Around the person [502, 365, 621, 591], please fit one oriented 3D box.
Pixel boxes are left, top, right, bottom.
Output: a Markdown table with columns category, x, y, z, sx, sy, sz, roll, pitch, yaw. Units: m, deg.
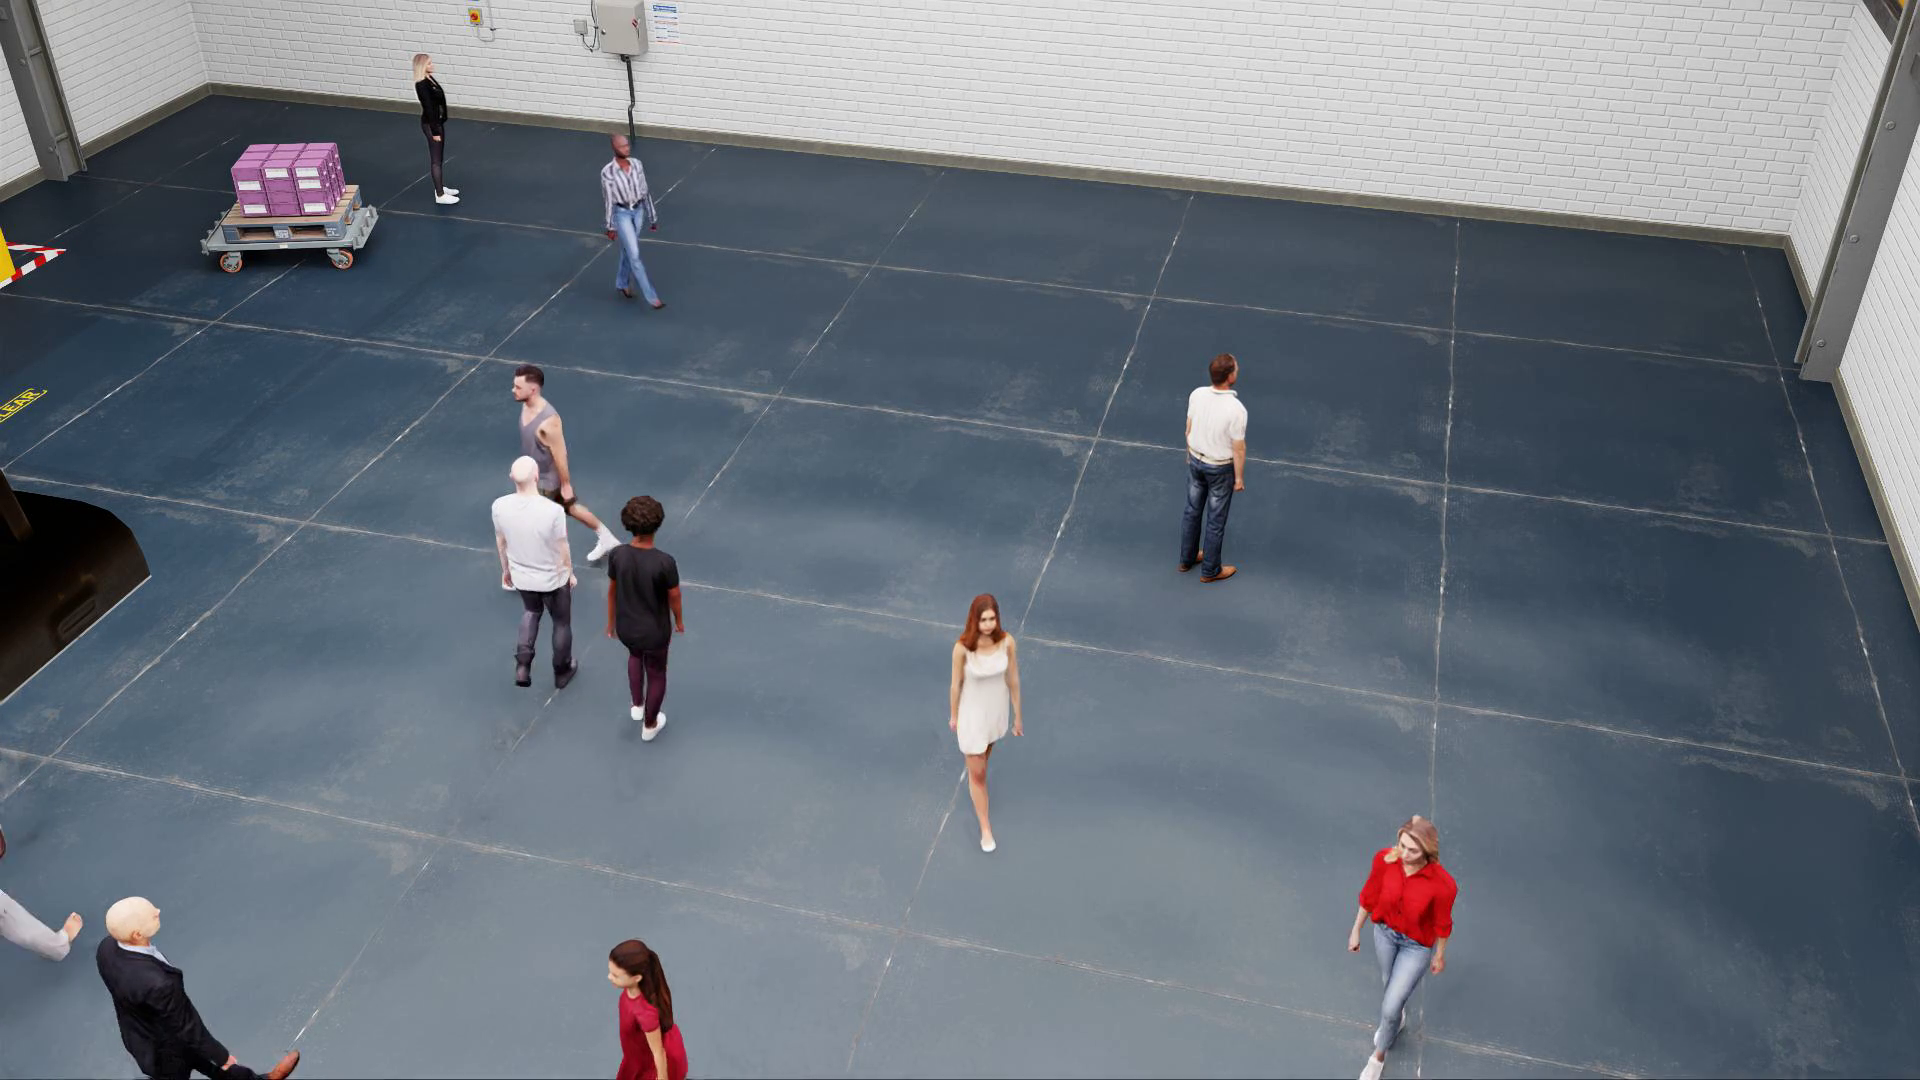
| category | x | y | z | sx | sy | sz | roll | pitch | yaw |
| --- | --- | --- | --- | --- | --- | --- | --- | --- | --- |
| person | -2.997 | -0.505 | 12.448 | 1.243 | 1.804 | 1.175 | -18 | 37 | -24 |

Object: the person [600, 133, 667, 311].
| category | x | y | z | sx | sy | sz | roll | pitch | yaw |
| --- | --- | --- | --- | --- | --- | --- | --- | --- | --- |
| person | -3.355 | -3.178 | 16.505 | 1.025 | 1.760 | 1.141 | 25 | 41 | 32 |

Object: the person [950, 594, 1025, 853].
| category | x | y | z | sx | sy | sz | roll | pitch | yaw |
| --- | --- | --- | --- | --- | --- | --- | --- | --- | --- |
| person | 0.126 | 0.997 | 10.295 | 0.913 | 1.681 | 1.120 | -8 | 35 | -12 |

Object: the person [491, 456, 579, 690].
| category | x | y | z | sx | sy | sz | roll | pitch | yaw |
| --- | --- | --- | --- | --- | --- | --- | --- | --- | --- |
| person | -2.868 | 0.305 | 11.215 | 0.665 | 1.817 | 0.818 | 6 | 34 | 9 |

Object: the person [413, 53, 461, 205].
| category | x | y | z | sx | sy | sz | roll | pitch | yaw |
| --- | --- | --- | --- | --- | --- | --- | --- | --- | --- |
| person | -5.958 | -4.657 | 18.798 | 0.755 | 1.685 | 0.634 | -8 | 34 | -11 |

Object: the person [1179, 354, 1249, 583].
| category | x | y | z | sx | sy | sz | roll | pitch | yaw |
| --- | --- | --- | --- | --- | --- | --- | --- | --- | --- |
| person | 1.874 | -0.546 | 12.462 | 0.753 | 1.853 | 0.750 | -27 | 42 | -34 |

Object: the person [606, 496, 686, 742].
| category | x | y | z | sx | sy | sz | roll | pitch | yaw |
| --- | --- | --- | --- | --- | --- | --- | --- | --- | --- |
| person | -2.088 | 0.583 | 10.850 | 0.664 | 1.757 | 0.689 | 4 | 34 | 7 |

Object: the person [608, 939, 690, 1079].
| category | x | y | z | sx | sy | sz | roll | pitch | yaw |
| --- | --- | --- | --- | --- | --- | --- | --- | --- | --- |
| person | -1.435 | 2.511 | 8.144 | 0.772 | 1.542 | 0.716 | -11 | 35 | -16 |

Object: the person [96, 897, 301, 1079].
| category | x | y | z | sx | sy | sz | roll | pitch | yaw |
| --- | --- | --- | --- | --- | --- | --- | --- | --- | --- |
| person | -3.895 | 2.476 | 8.002 | 1.061 | 1.757 | 1.287 | 26 | 42 | 34 |

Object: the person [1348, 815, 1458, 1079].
| category | x | y | z | sx | sy | sz | roll | pitch | yaw |
| --- | --- | --- | --- | --- | --- | --- | --- | --- | --- |
| person | 2.353 | 2.053 | 8.706 | 0.836 | 1.682 | 0.943 | 25 | 41 | 32 |
